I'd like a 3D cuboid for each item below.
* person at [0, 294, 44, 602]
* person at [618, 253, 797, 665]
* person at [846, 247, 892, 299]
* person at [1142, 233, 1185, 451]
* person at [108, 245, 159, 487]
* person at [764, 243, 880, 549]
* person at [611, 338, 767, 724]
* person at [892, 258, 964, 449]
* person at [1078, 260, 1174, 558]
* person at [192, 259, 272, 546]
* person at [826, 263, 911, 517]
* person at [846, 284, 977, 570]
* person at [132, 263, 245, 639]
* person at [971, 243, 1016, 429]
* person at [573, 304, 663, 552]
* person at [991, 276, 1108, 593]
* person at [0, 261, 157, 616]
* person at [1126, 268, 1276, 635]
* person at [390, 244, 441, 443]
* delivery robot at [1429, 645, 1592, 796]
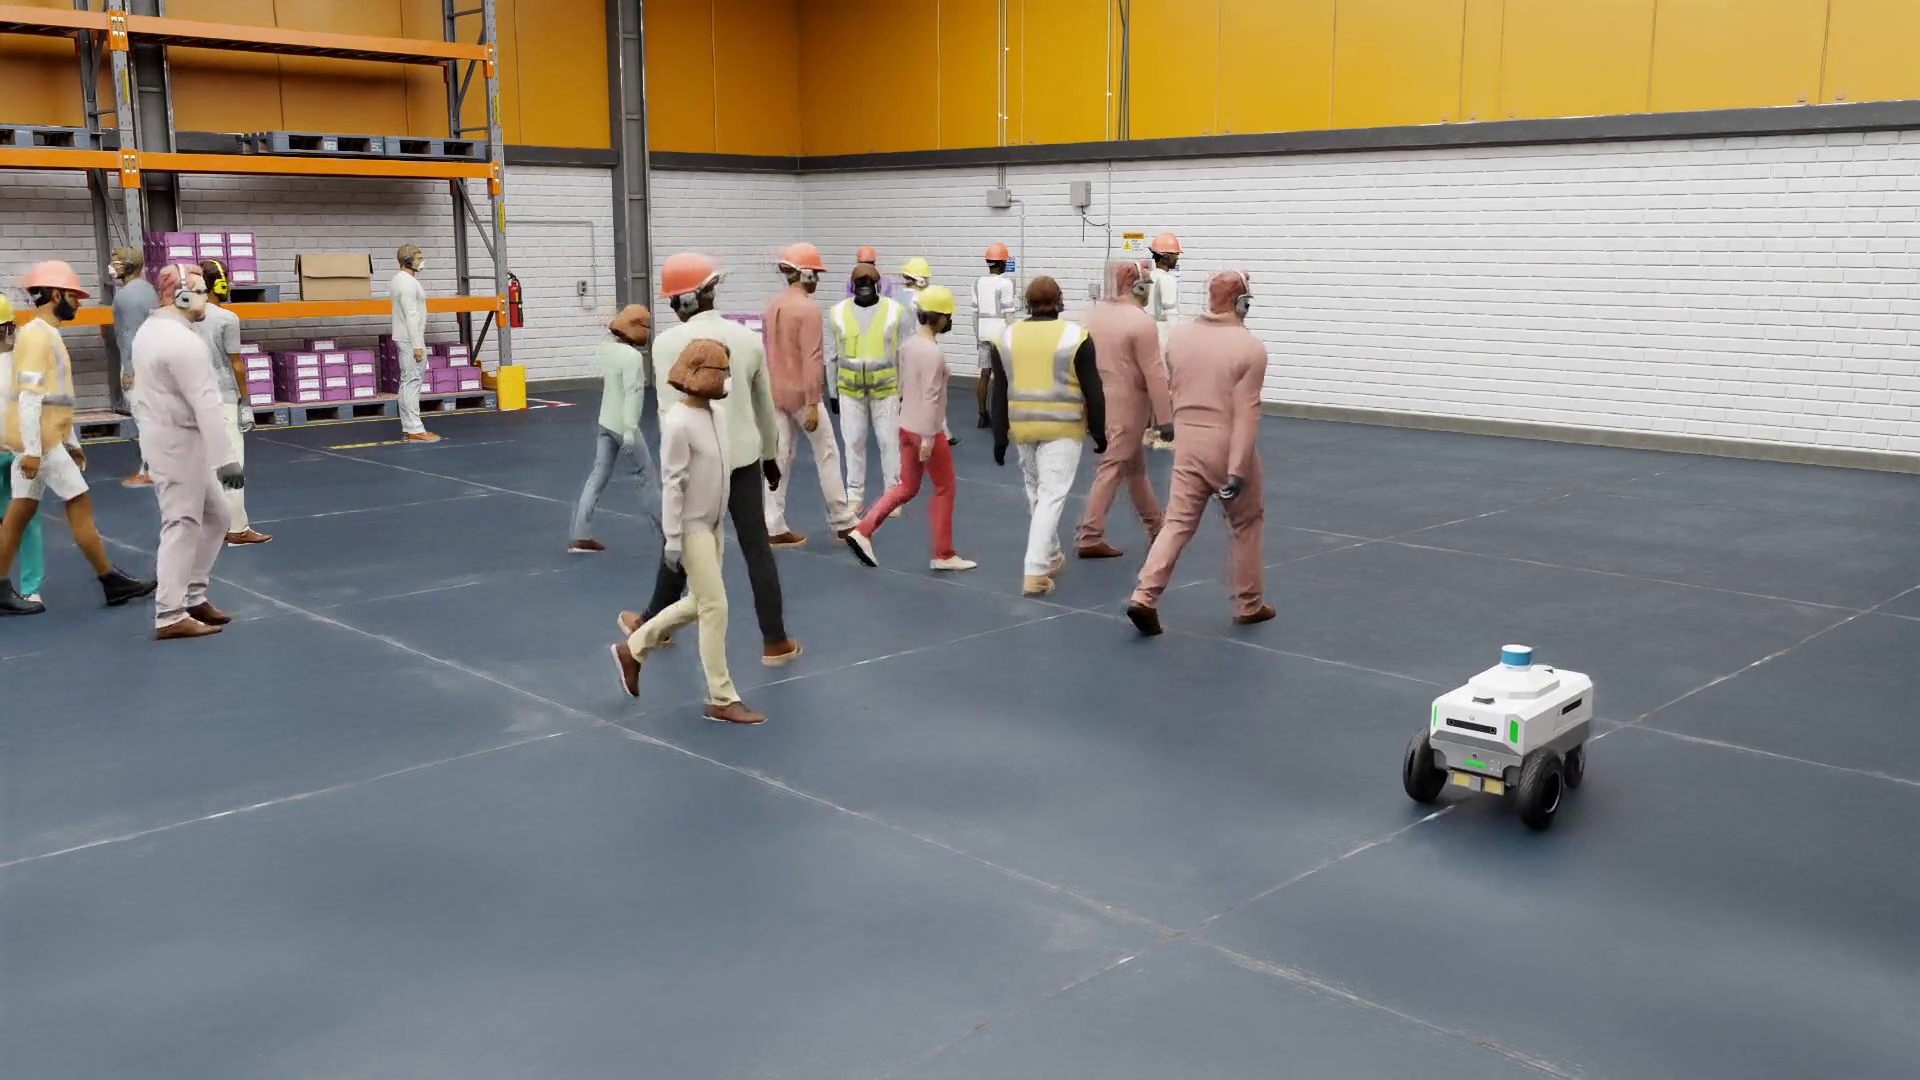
[{"bbox_3d":[-5.168,-0.493,9.084,0.532,1.737,0.630,-2,11,-12],"label":"person"},{"bbox_3d":[-1.181,-0.393,7.987,0.685,1.929,0.911,-7,13,-35],"label":"person"},{"bbox_3d":[-1.052,-2.428,19.229,0.552,1.884,1.011,-2,11,-11],"label":"person"},{"bbox_3d":[1.913,-1.859,15.672,0.373,2.042,0.614,-4,11,-20],"label":"person"},{"bbox_3d":[-6.637,-1.396,13.437,0.367,1.940,0.634,-2,11,-11],"label":"person"},{"bbox_3d":[-0.933,-0.928,10.798,0.836,1.960,0.633,-8,13,-37],"label":"person"},{"bbox_3d":[-1.157,-0.040,6.955,0.701,1.611,0.499,3,11,16],"label":"person"},{"bbox_3d":[-0.330,-1.698,15.441,0.834,1.798,0.617,-8,13,-36],"label":"person"},{"bbox_3d":[1.145,-0.819,10.492,0.963,1.857,0.665,-5,11,-25],"label":"person"},{"bbox_3d":[-4.832,-0.890,10.875,0.538,1.866,0.313,4,11,23],"label":"person"},{"bbox_3d":[-0.656,-1.067,11.961,0.625,1.832,0.435,1,10,6],"label":"person"},{"bbox_3d":[-0.300,-0.655,9.938,0.734,1.734,0.527,-4,11,-23],"label":"person"},{"bbox_3d":[-3.875,-0.438,8.376,0.550,1.884,0.658,-7,12,-33],"label":"person"},{"bbox_3d":[0.378,-2.123,17.396,0.542,1.939,0.363,9,14,41],"label":"person"},{"bbox_3d":[-2.102,-0.703,10.610,0.857,1.579,0.583,-7,12,-32],"label":"person"},{"bbox_3d":[0.515,-0.616,9.609,0.623,1.798,0.923,6,12,30],"label":"person"},{"bbox_3d":[-4.856,-0.542,8.925,0.918,1.879,0.567,-6,12,-31],"label":"person"},{"bbox_3d":[1.260,-0.440,8.445,0.628,1.868,0.960,9,14,42],"label":"person"},{"bbox_3d":[-5.368,-1.923,16.310,0.372,1.940,0.630,-5,12,-26],"label":"person"},{"bbox_3d":[1.982,0.620,5.961,0.477,0.478,0.707,9,14,40],"label":"delivery robot"}]
